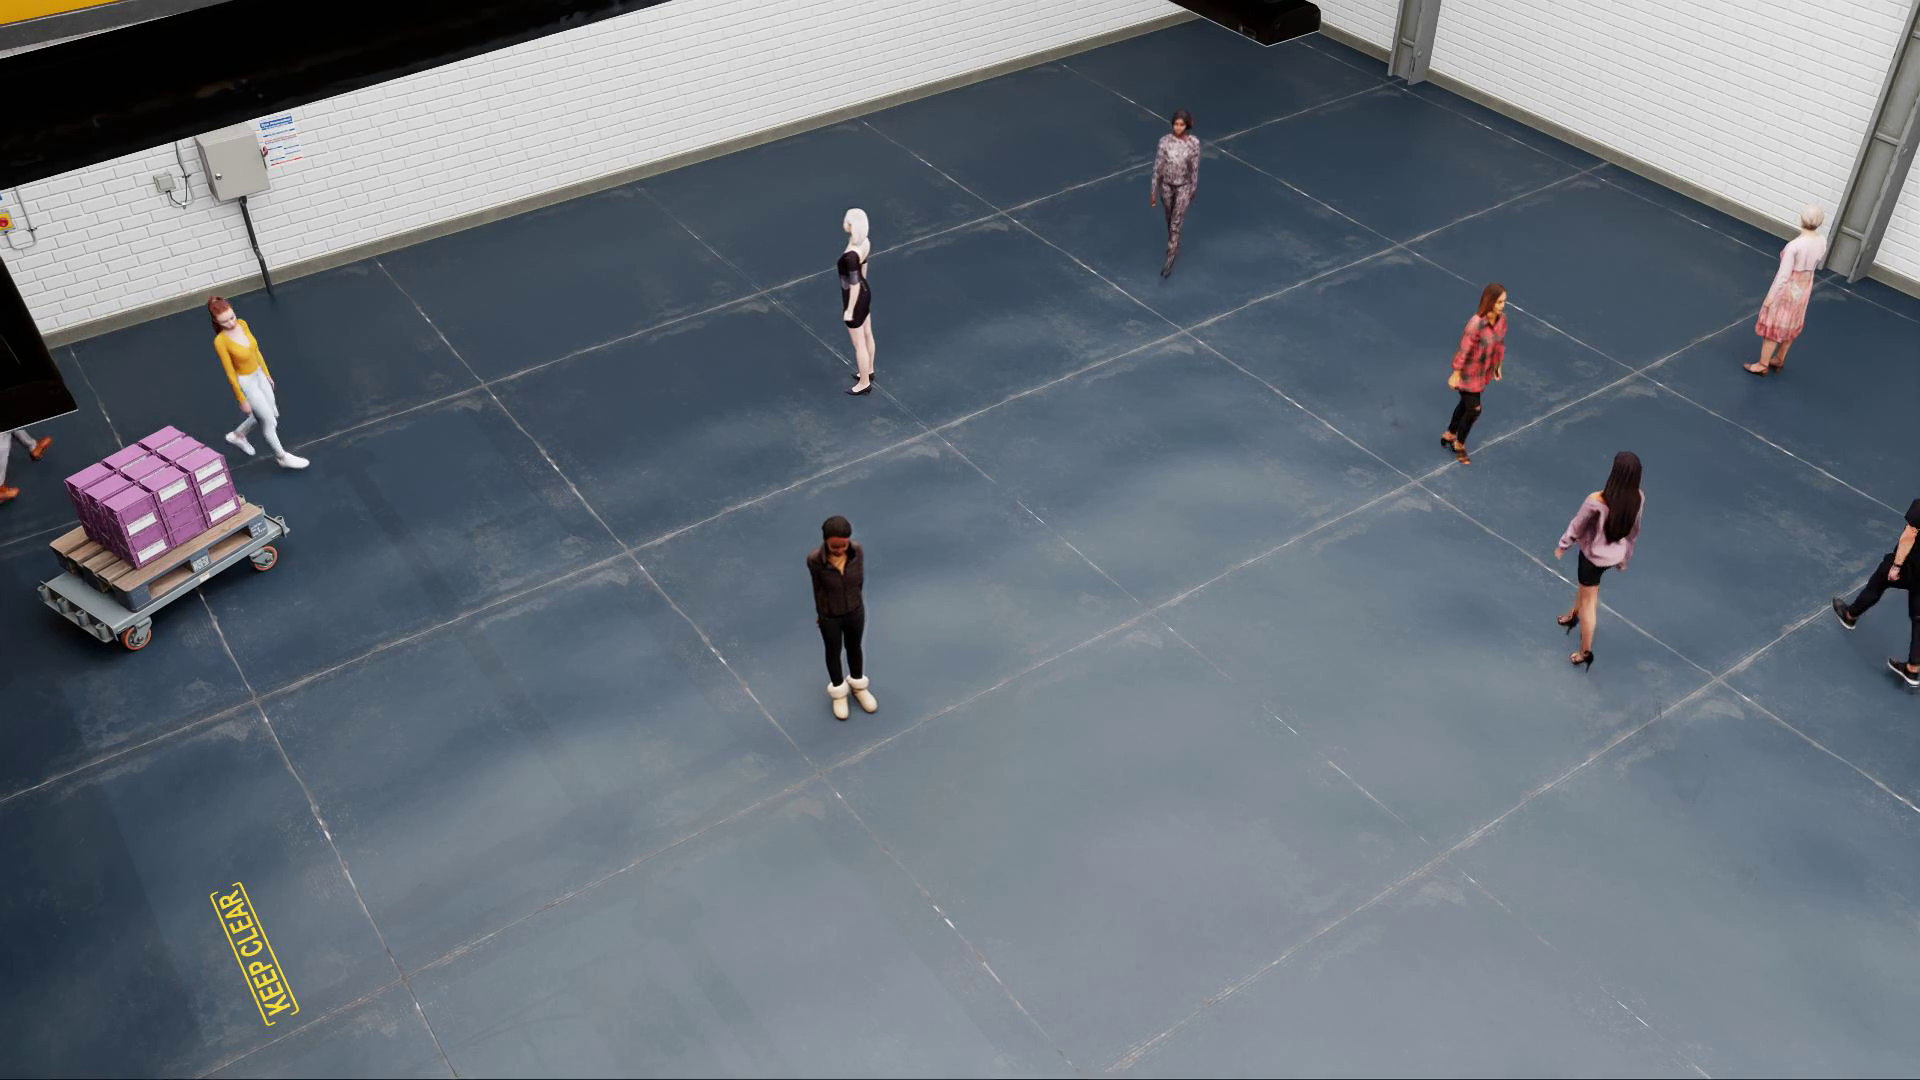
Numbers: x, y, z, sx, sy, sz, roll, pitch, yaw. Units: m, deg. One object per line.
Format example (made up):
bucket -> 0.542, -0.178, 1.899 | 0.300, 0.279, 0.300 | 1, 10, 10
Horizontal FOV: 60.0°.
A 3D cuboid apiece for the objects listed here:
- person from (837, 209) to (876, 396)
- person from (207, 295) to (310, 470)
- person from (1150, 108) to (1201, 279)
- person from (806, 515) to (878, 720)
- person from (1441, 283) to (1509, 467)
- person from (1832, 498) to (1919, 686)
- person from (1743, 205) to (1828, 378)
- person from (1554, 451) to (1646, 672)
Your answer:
person -> -0.908, -2.127, 14.828 | 0.694, 1.829, 0.649 | 9, 39, 11
person -> -5.988, -1.279, 13.838 | 0.986, 1.739, 0.947 | 3, 39, 4
person -> 2.176, -3.541, 16.732 | 1.120, 1.663, 1.087 | 11, 40, 14
person -> -0.848, 0.487, 11.689 | 0.674, 1.662, 0.608 | -23, 44, -26
person -> 4.300, -1.451, 14.095 | 0.621, 1.687, 0.613 | -24, 45, -27
person -> 6.926, 0.213, 11.910 | 1.045, 1.814, 1.295 | -6, 39, -7
person -> 7.542, -2.246, 15.086 | 0.658, 1.693, 0.656 | -12, 40, -15
person -> 4.629, 0.209, 11.936 | 0.792, 1.788, 0.910 | -11, 40, -13
